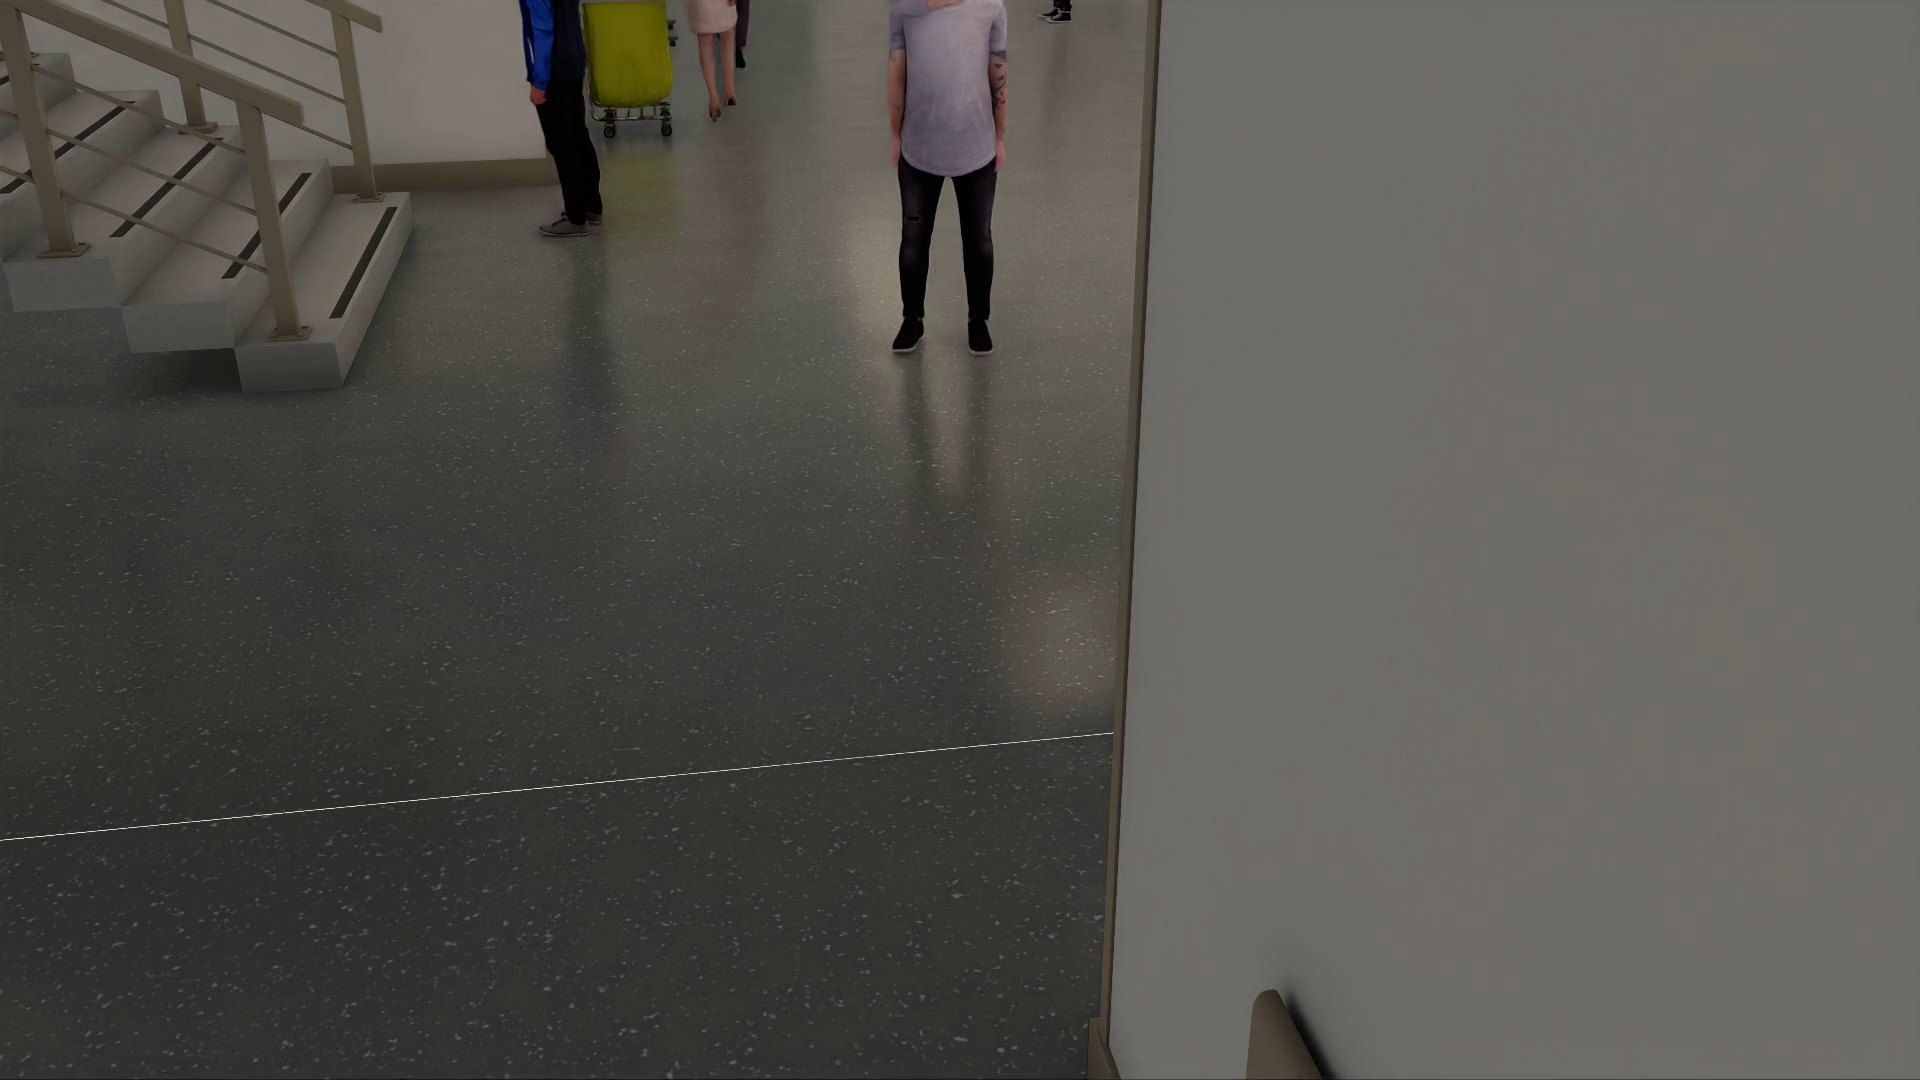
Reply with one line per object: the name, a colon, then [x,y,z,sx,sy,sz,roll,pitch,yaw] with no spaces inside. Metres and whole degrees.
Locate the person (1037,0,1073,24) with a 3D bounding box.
person: [0.927,-5.827,15.739,0.532,1.769,0.601,-5,26,-10]

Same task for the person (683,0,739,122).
person: [-1.767,-3.798,11.590,0.711,1.717,0.701,-2,26,-4]

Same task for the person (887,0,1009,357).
person: [-0.047,-1.700,7.102,0.613,1.836,0.782,2,26,3]

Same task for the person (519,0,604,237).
person: [-2.158,-2.532,8.920,0.667,1.757,0.708,5,26,11]
